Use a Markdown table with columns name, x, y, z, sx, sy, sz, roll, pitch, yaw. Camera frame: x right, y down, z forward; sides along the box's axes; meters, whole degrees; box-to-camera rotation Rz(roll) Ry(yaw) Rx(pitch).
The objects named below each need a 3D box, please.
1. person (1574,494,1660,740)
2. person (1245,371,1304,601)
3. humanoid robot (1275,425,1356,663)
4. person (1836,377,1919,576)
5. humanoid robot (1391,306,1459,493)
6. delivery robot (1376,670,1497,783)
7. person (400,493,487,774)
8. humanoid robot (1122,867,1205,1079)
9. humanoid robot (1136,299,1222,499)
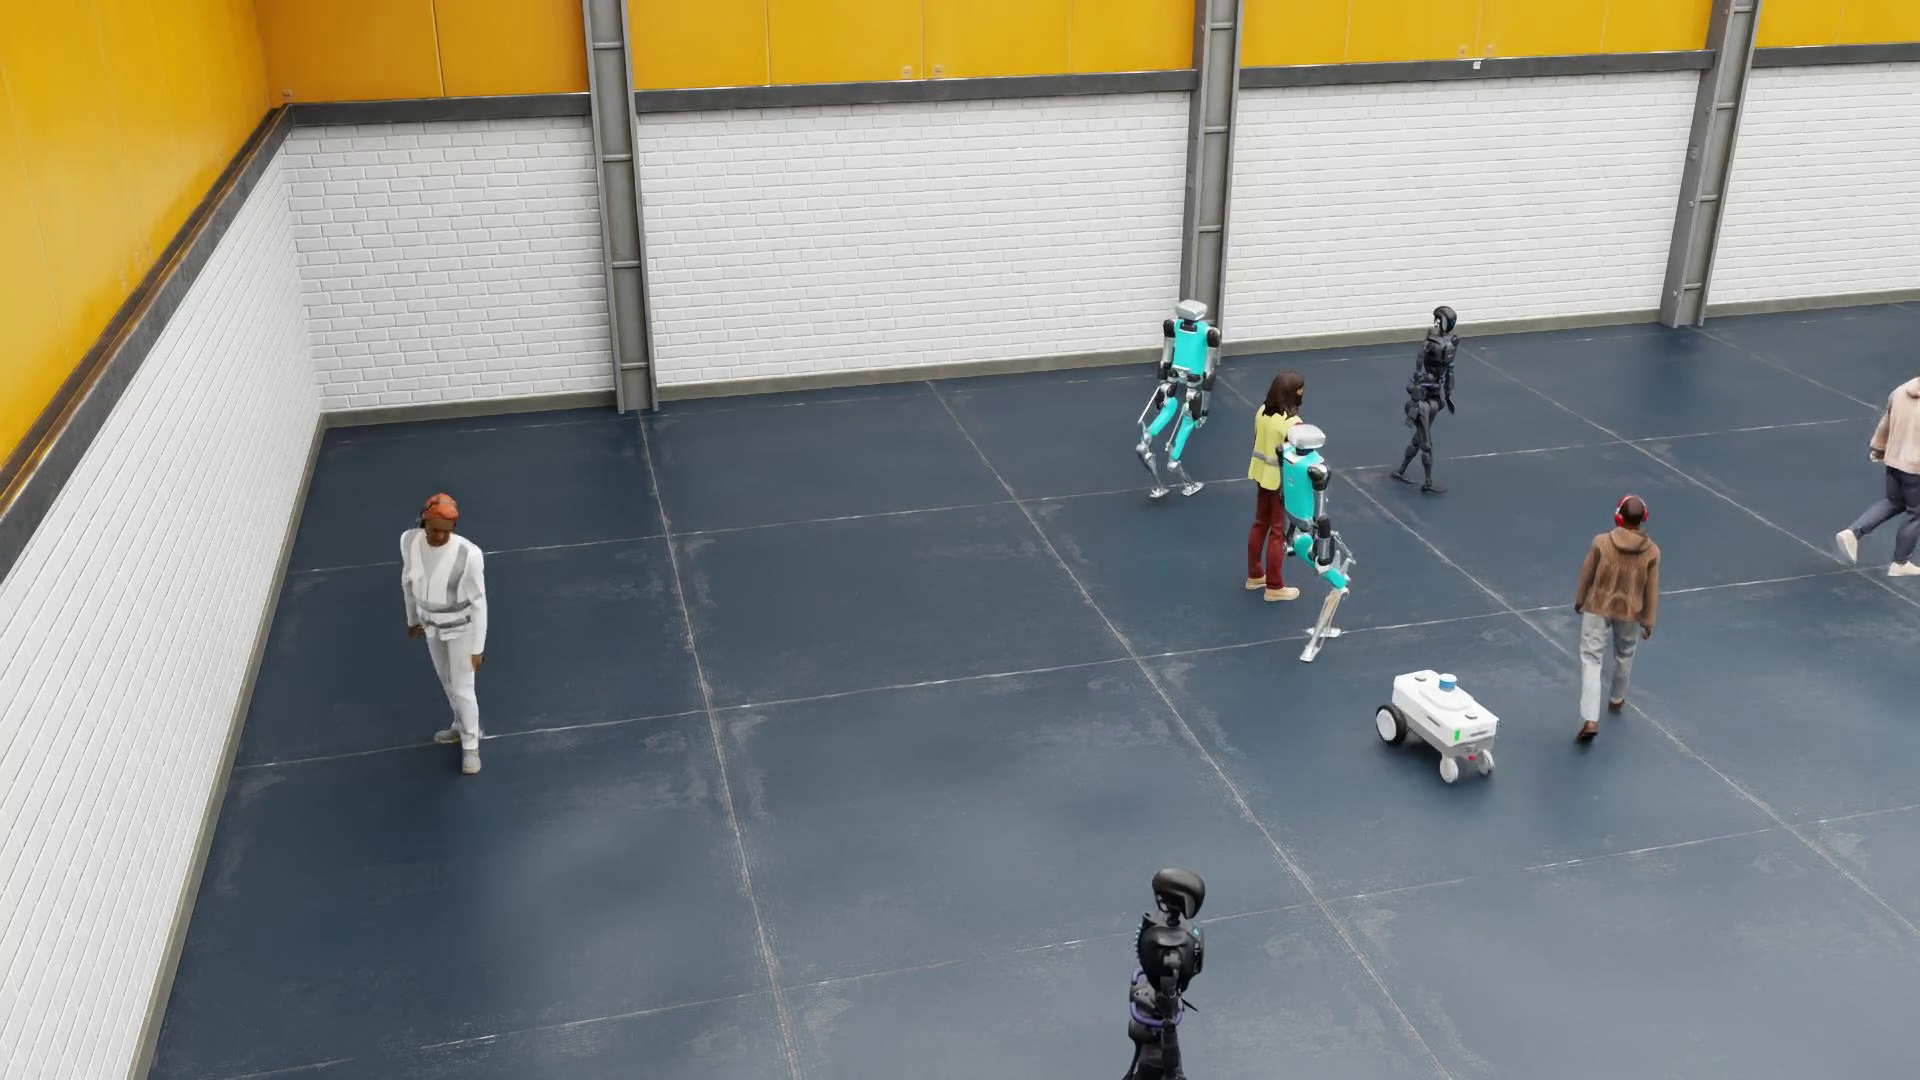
| name | x | y | z | sx | sy | sz | roll | pitch | yaw |
| --- | --- | --- | --- | --- | --- | --- | --- | --- | --- |
| person | 4.172 | 0.473 | 10.605 | 0.477 | 1.615 | 0.808 | 6 | 25 | 14 |
| person | 2.351 | -0.404 | 12.414 | 0.358 | 1.767 | 0.476 | -11 | 26 | -23 |
| humanoid robot | 2.570 | 0.009 | 11.522 | 0.874 | 1.772 | 0.596 | -9 | 25 | -20 |
| person | 7.233 | -0.590 | 12.753 | 0.617 | 1.848 | 0.792 | -3 | 24 | -8 |
| humanoid robot | 4.100 | -1.226 | 14.417 | 0.591 | 1.642 | 0.631 | -20 | 30 | -37 |
| delivery robot | 3.024 | 1.123 | 10.466 | 0.499 | 0.604 | 0.801 | -9 | 25 | -19 |
| person | -3.110 | 0.527 | 10.213 | 0.661 | 1.847 | 0.459 | 11 | 26 | 24 |
| humanoid robot | 0.884 | 2.044 | 7.034 | 0.786 | 1.628 | 0.609 | 3 | 24 | 6 |
| humanoid robot | 1.802 | -1.103 | 14.052 | 0.541 | 1.780 | 0.887 | 17 | 29 | 34 |
